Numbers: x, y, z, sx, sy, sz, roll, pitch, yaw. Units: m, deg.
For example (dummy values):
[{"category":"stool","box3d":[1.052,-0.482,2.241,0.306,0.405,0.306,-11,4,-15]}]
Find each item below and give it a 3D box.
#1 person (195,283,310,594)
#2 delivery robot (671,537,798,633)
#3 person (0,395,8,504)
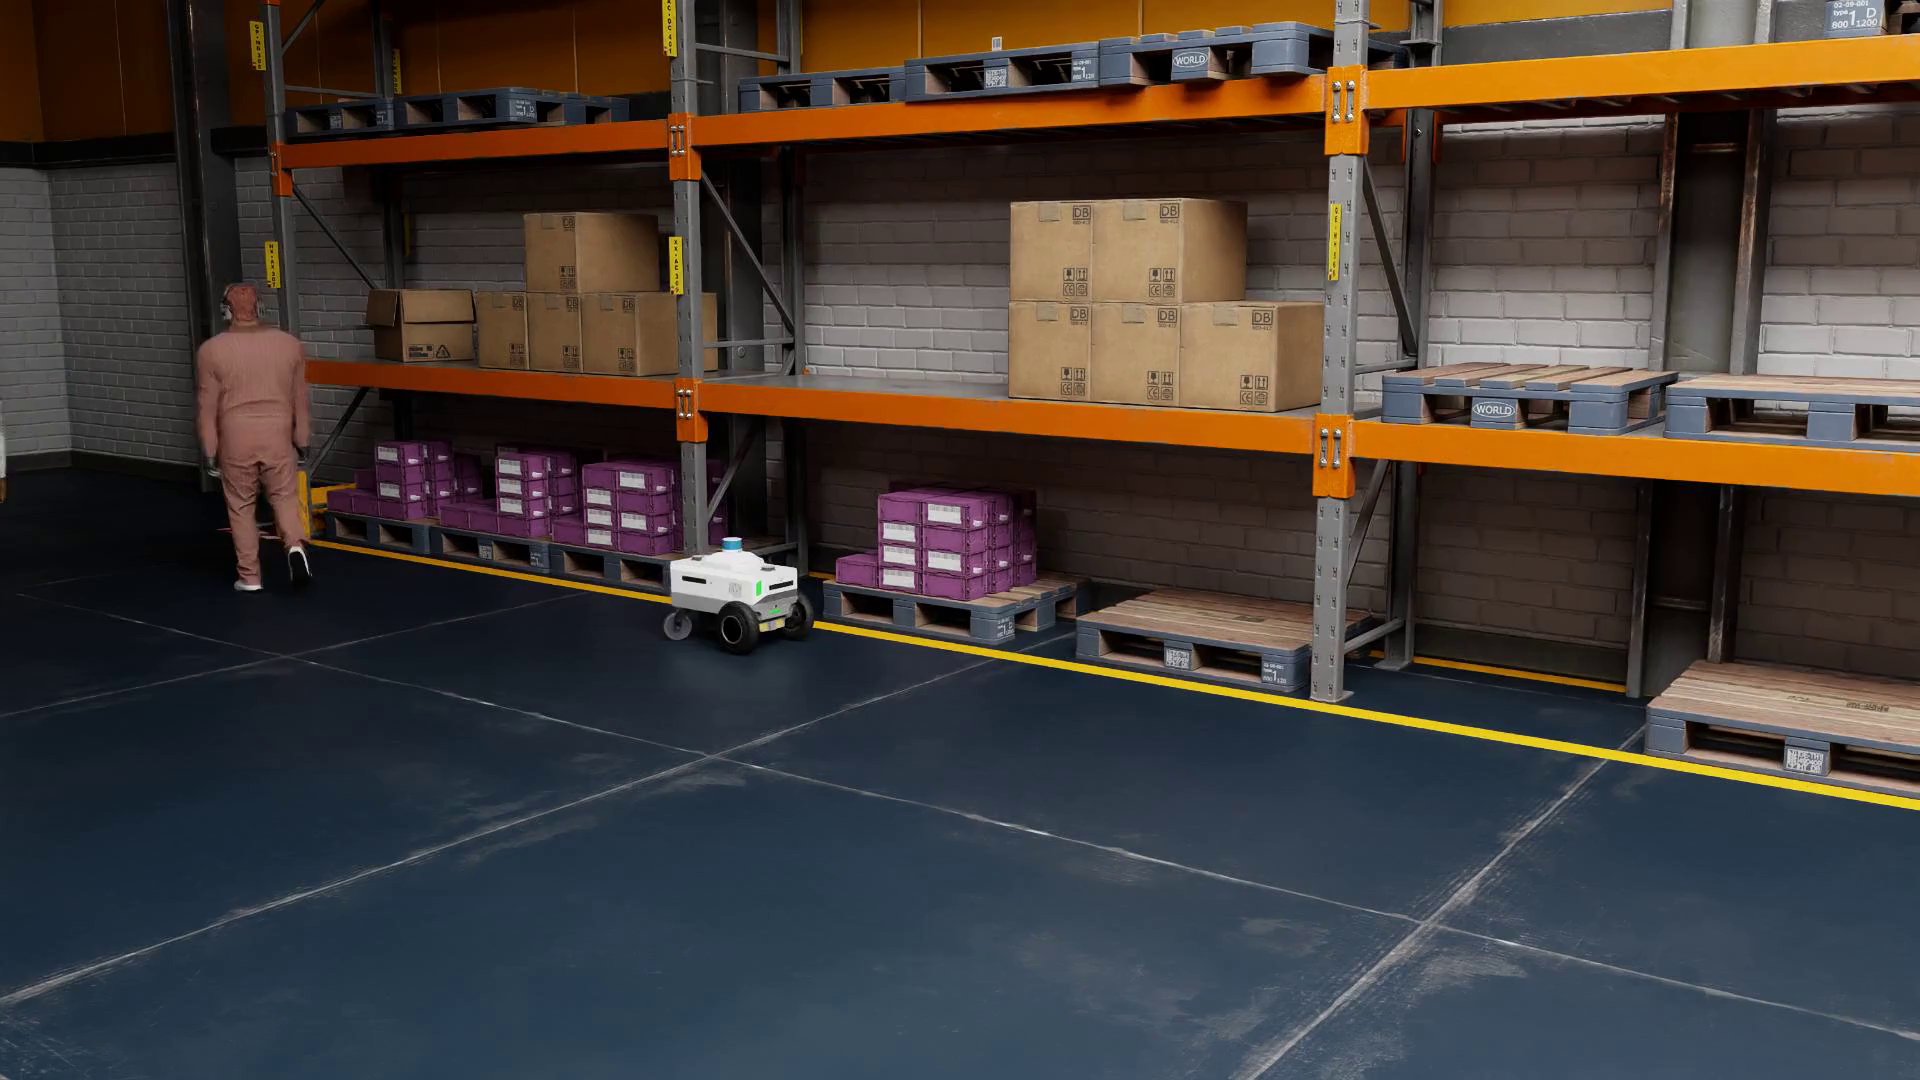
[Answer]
[{"category":"person","box3d":[-4.227,-0.591,9.984,0.663,1.890,0.639,-8,12,-39]},{"category":"delivery robot","box3d":[-1.203,0.229,8.814,0.707,0.478,0.477,7,12,37]},{"category":"person","box3d":[-5.134,-0.367,8.349,0.629,1.992,0.988,-8,12,-39]}]
